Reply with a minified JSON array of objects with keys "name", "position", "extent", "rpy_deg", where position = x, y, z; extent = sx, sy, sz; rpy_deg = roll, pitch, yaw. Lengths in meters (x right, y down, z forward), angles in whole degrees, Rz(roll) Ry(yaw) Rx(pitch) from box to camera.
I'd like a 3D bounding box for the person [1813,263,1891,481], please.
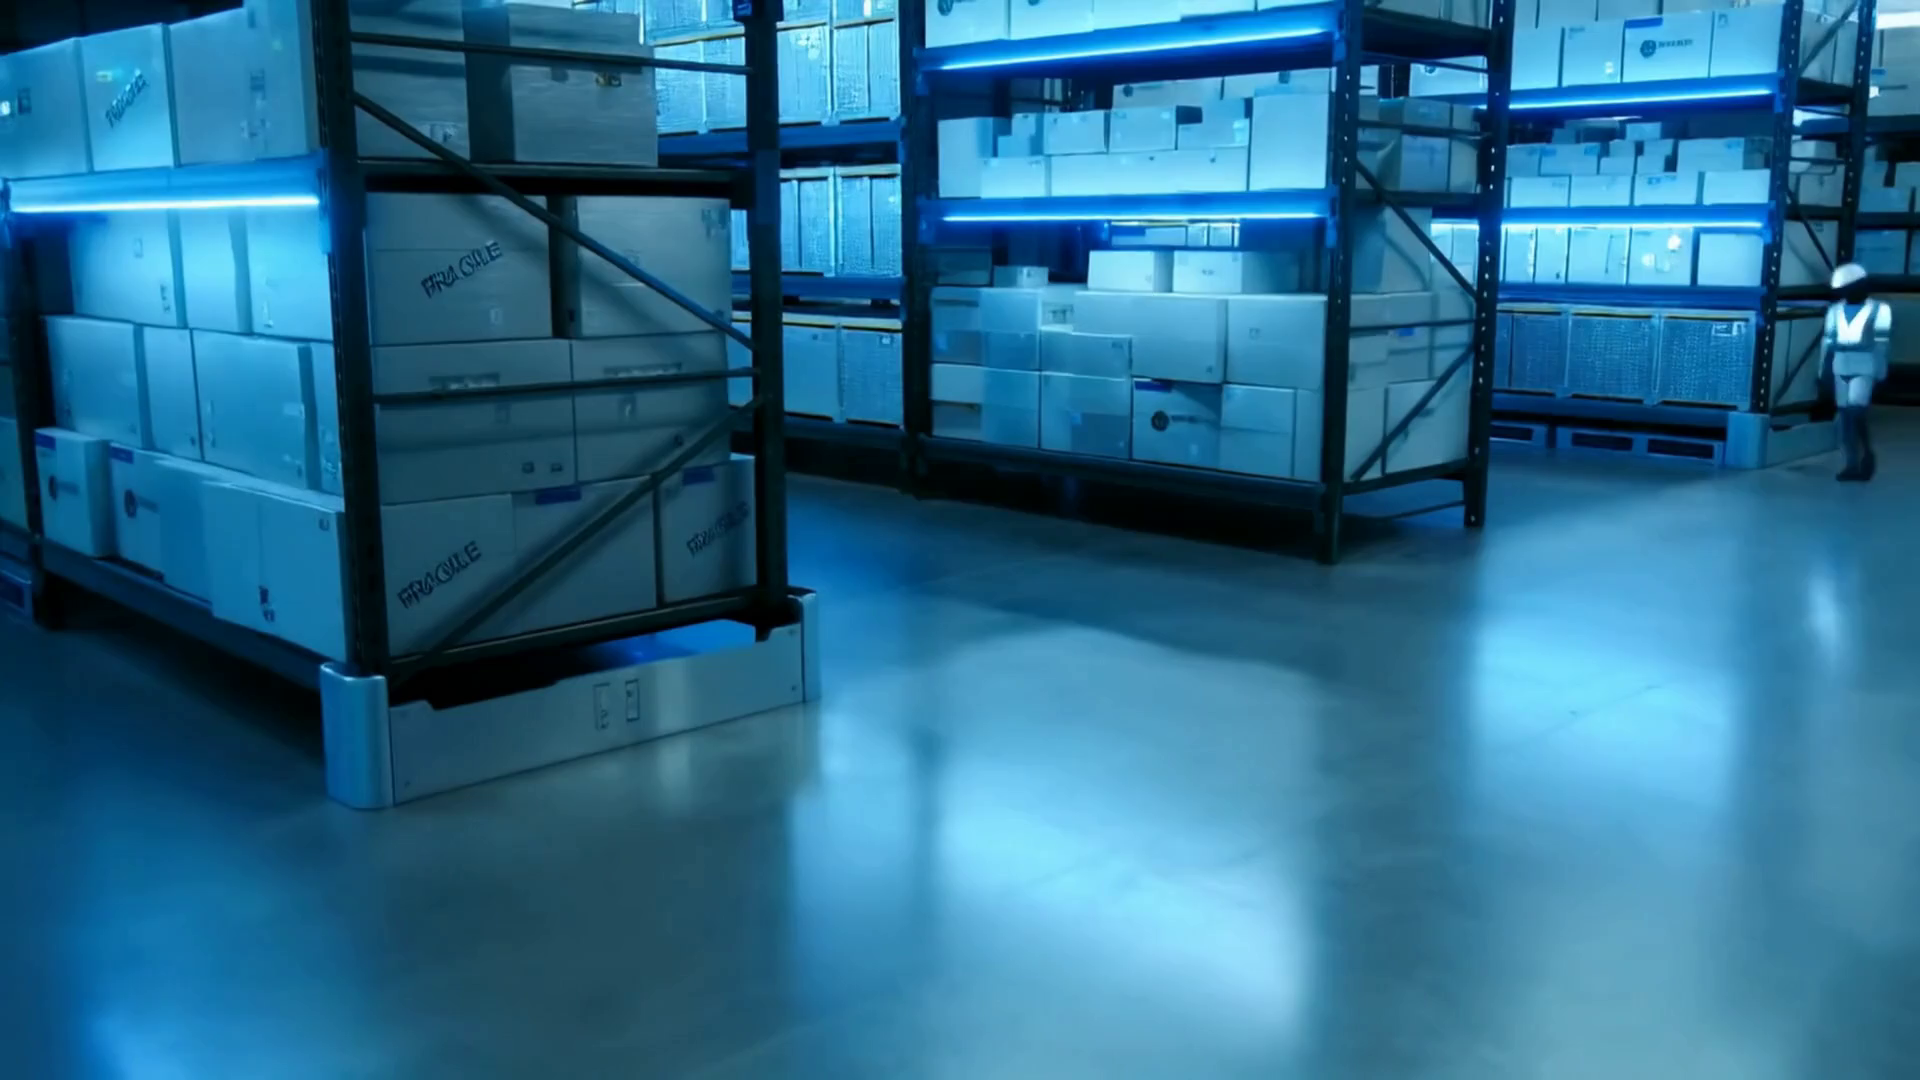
[{"name":"person","position":[7.755,-1.450,14.462],"extent":[0.432,1.893,0.576],"rpy_deg":[-6,12,-28]}]
